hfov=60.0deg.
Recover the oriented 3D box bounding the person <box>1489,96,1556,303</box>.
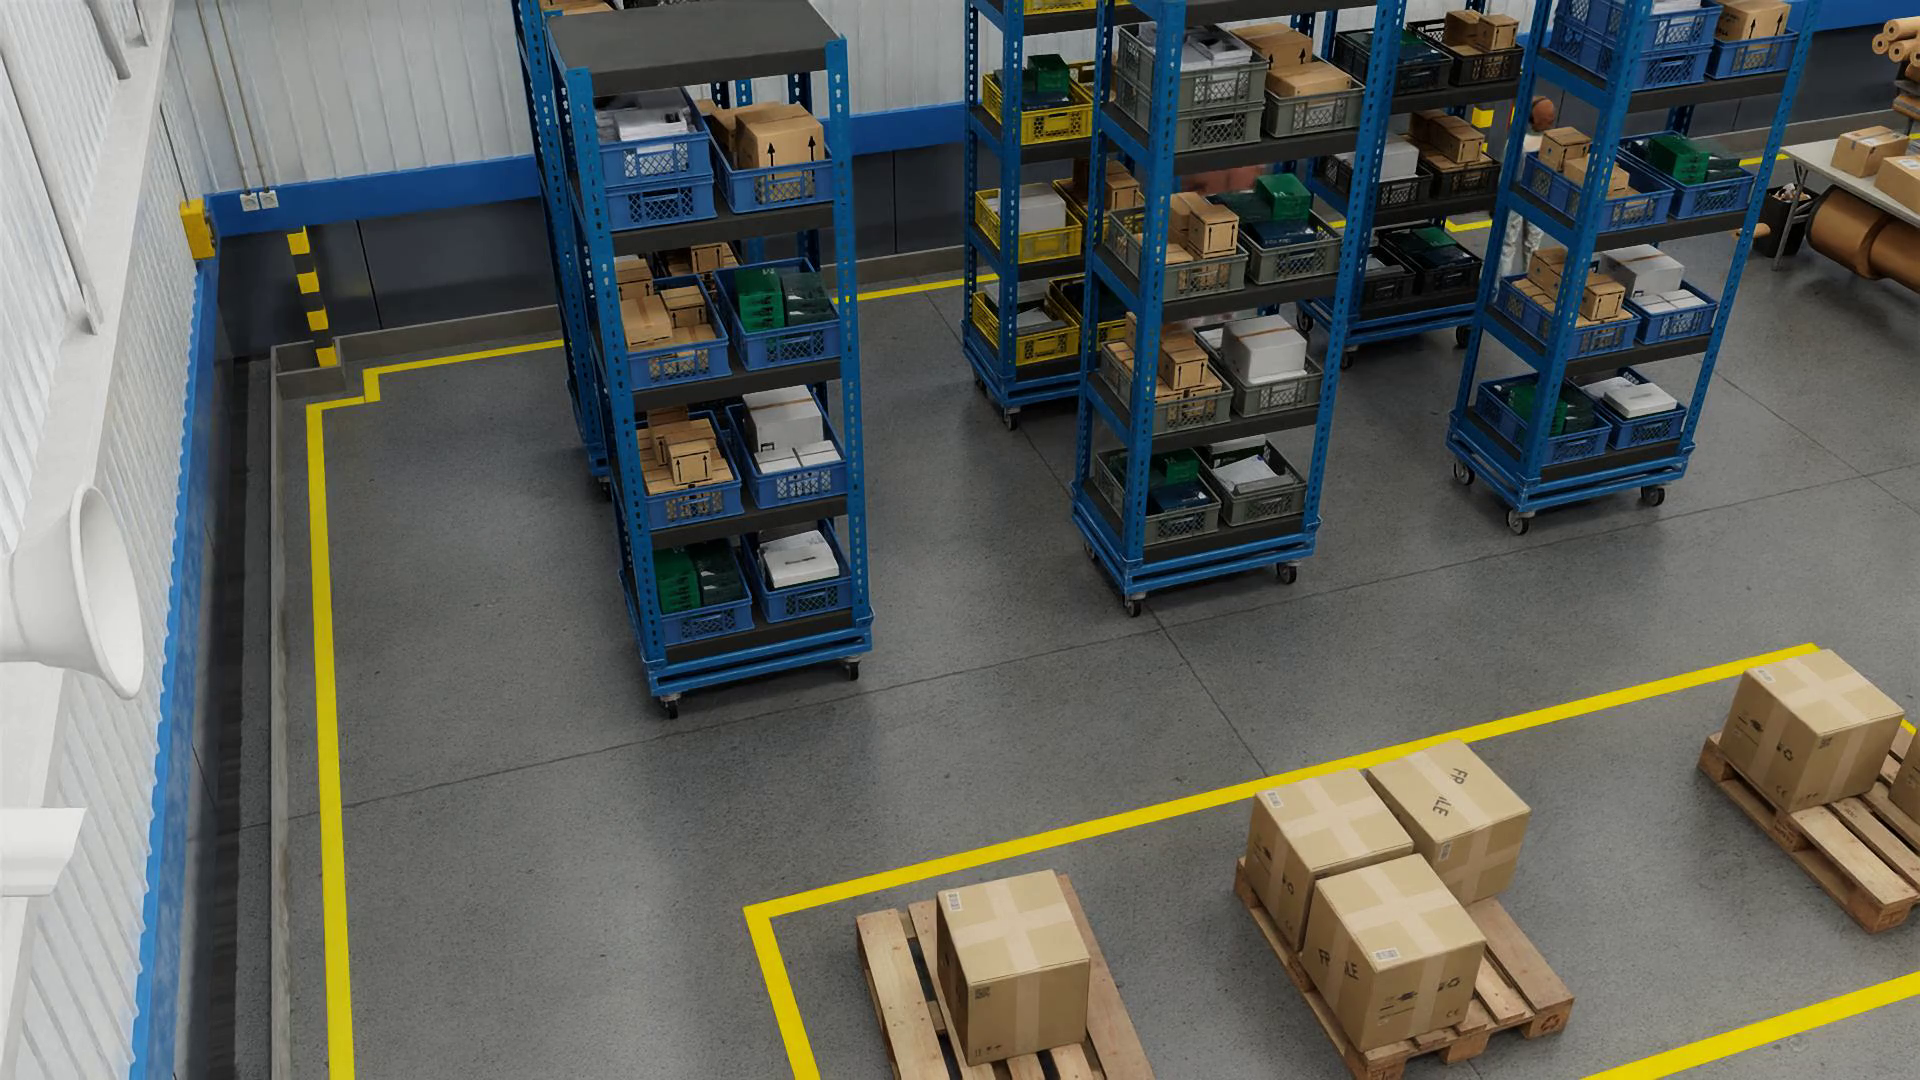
[{"bbox_3d":[4.203,-2.497,12.398,0.517,1.632,0.314,-8,36,-11],"label":"person"}]

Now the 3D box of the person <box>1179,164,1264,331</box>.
[{"bbox_3d":[1.785,-2.147,11.651,0.673,1.929,0.674,-10,36,-14],"label":"person"}]
